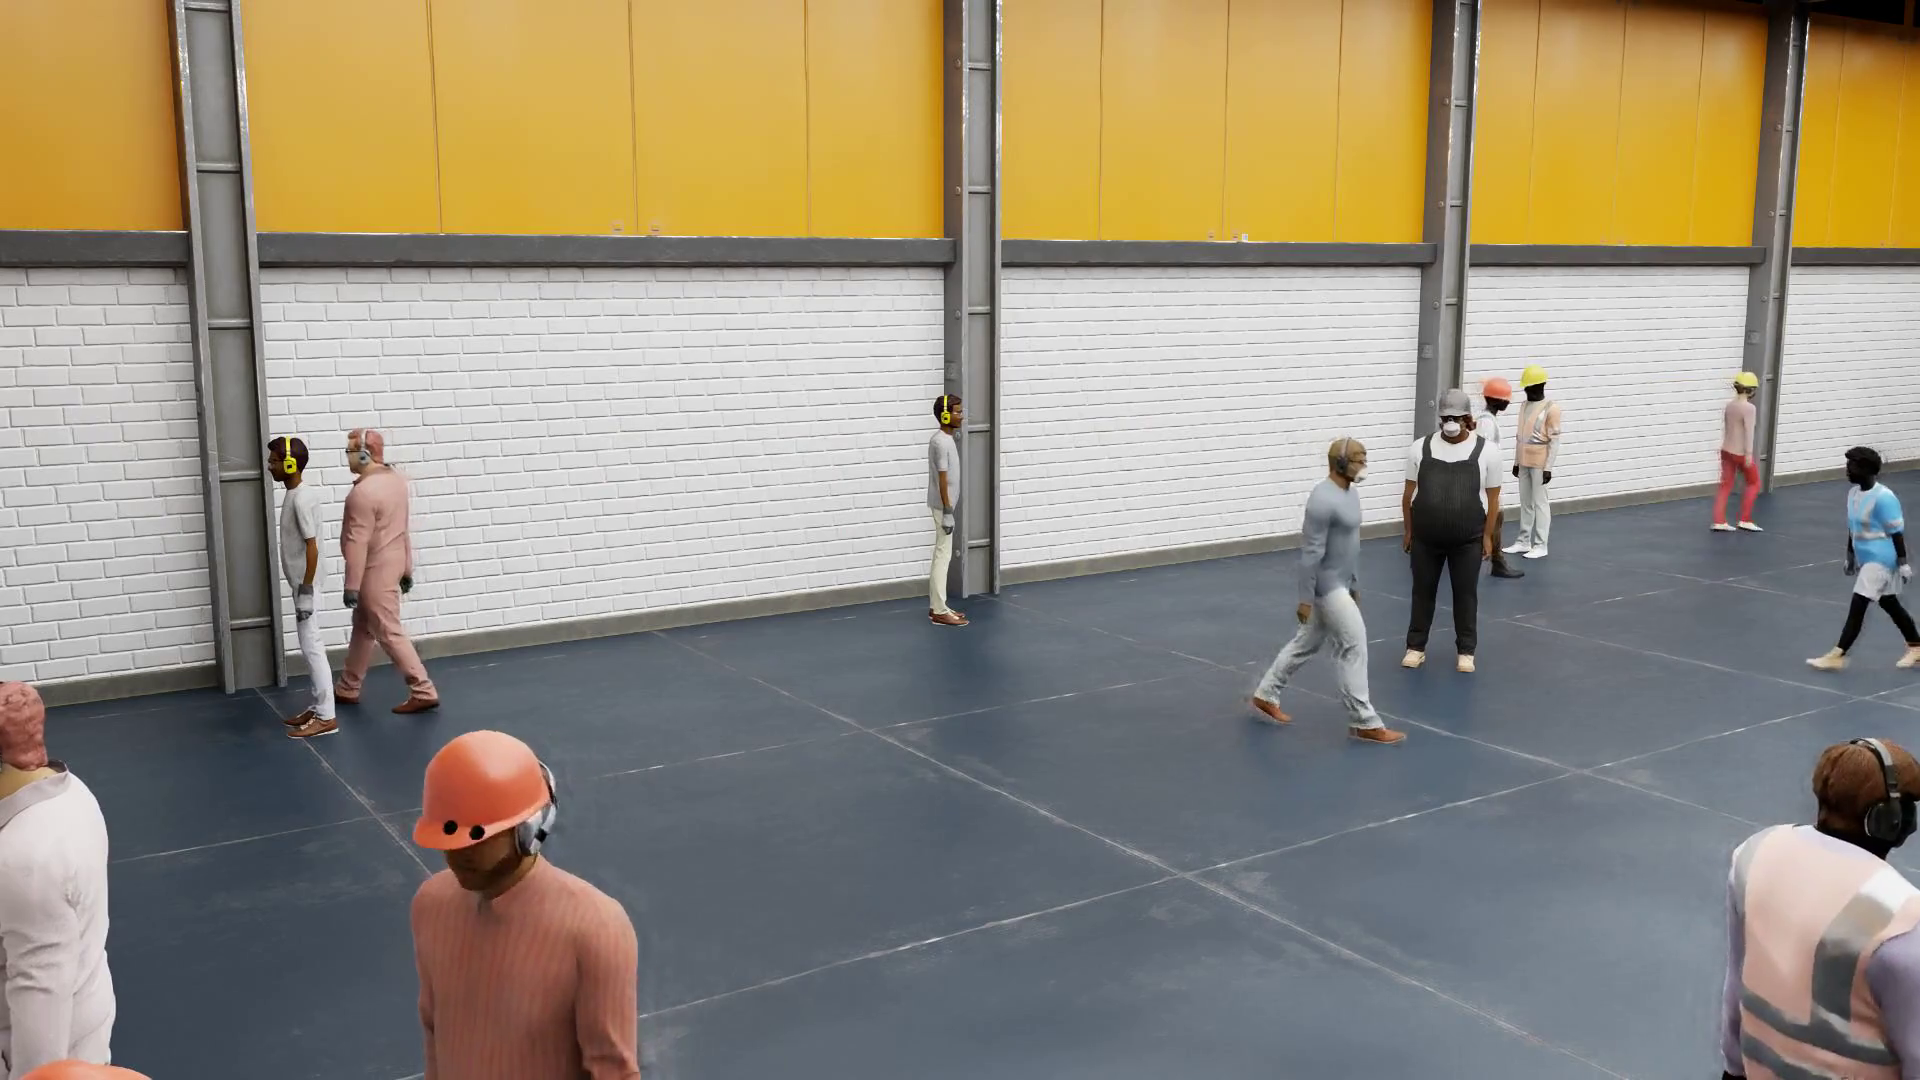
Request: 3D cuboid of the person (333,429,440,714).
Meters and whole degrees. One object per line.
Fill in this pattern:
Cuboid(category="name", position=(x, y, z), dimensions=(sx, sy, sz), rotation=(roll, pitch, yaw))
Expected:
Cuboid(category="person", position=(-3.827, 0.206, 10.821), dimensions=(0.907, 1.866, 0.665), rotation=(0, 9, 0))

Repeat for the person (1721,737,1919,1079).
Cuboid(category="person", position=(2.160, 1.358, 4.082), dimensions=(0.935, 1.797, 0.640), rotation=(-1, 10, -8))

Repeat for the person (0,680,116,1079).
Cuboid(category="person", position=(-2.346, 1.280, 4.204), dimensions=(0.401, 1.904, 0.649), rotation=(-4, 10, -22))

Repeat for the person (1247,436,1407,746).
Cuboid(category="person", position=(2.253, 0.287, 10.277), dimensions=(1.023, 1.890, 0.633), rotation=(5, 10, 25))

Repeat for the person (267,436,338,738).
Cuboid(category="person", position=(-4.072, 0.288, 10.289), dimensions=(0.309, 1.868, 0.534), rotation=(-4, 10, -24))

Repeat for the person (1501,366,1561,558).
Cuboid(category="person", position=(5.701, -0.776, 16.554), dimensions=(0.381, 1.917, 0.586), rotation=(-3, 10, -17))

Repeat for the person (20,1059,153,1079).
Cuboid(category="person", position=(-1.055, 1.602, 2.192), dimensions=(0.367, 1.930, 0.542), rotation=(5, 11, 28))

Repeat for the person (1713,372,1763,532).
Cuboid(category="person", position=(8.525, -0.948, 18.078), dimensions=(0.628, 1.740, 0.559), rotation=(-1, 10, -8))

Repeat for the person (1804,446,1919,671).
Cuboid(category="person", position=(6.583, 0.141, 11.878), dimensions=(0.900, 1.637, 0.559), rotation=(1, 9, 6))

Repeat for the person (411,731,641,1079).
Cuboid(category="person", position=(-0.908, 1.333, 3.735), dimensions=(0.634, 1.961, 0.894), rotation=(4, 10, 24))

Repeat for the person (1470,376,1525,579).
Cuboid(category="person", position=(4.815, -0.595, 15.534), dimensions=(0.879, 1.898, 0.581), rotation=(2, 10, 13))

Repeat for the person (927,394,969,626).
Cuboid(category="person", position=(-0.104, -0.248, 13.511), dimensions=(0.328, 1.874, 0.521), rotation=(-1, 9, -4))

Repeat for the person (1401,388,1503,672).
Cuboid(category="person", position=(3.502, -0.070, 11.927), dimensions=(0.684, 2.000, 0.538), rotation=(4, 10, 23))
